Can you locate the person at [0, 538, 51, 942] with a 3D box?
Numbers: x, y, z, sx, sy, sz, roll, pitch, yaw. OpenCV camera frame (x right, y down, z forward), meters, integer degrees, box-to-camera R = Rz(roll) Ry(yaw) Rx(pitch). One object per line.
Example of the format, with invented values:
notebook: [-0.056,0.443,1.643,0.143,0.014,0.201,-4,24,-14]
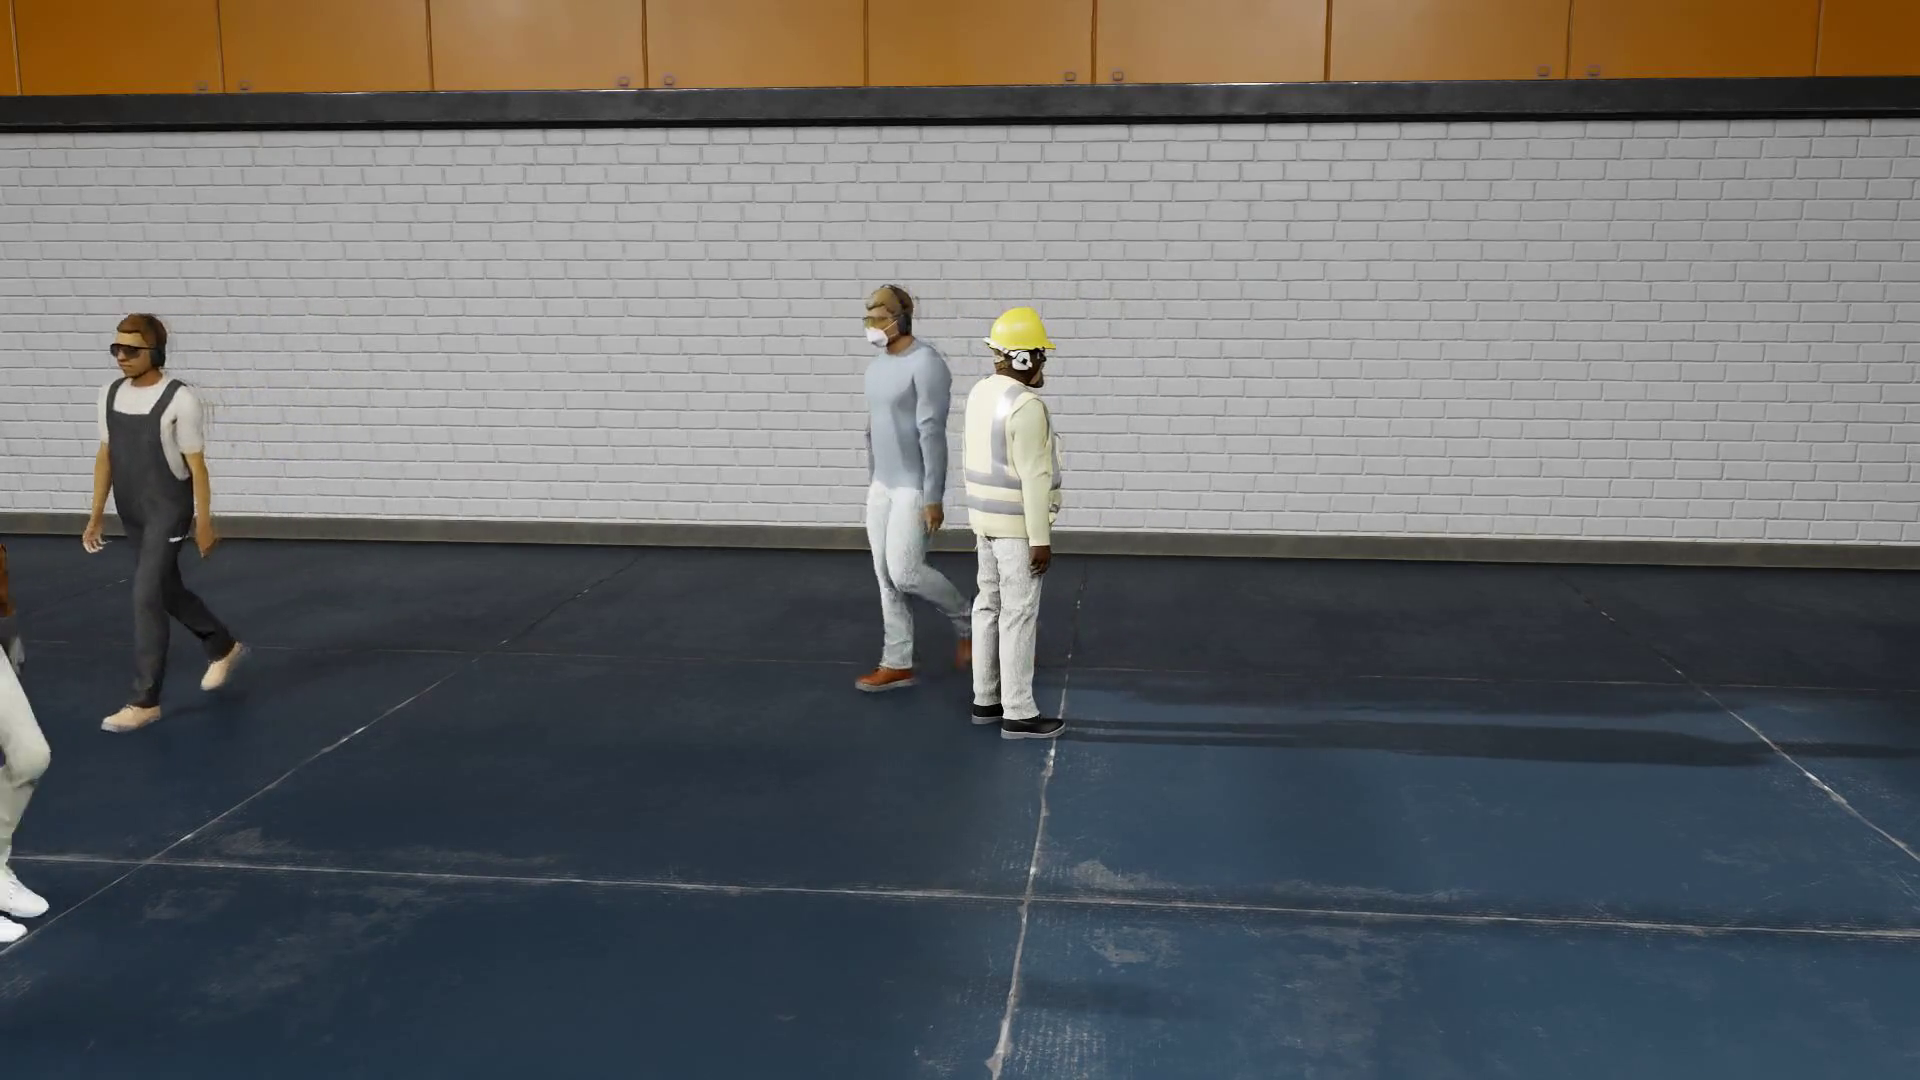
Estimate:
person: [-2.965,0.319,4.894,0.399,1.836,0.551,3,10,16]

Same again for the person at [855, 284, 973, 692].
person: [-0.195,-0.238,7.826,0.593,1.919,0.657,-6,12,-32]

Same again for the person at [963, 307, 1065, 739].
person: [0.236,-0.072,7.122,0.404,1.830,0.600,-5,11,-26]

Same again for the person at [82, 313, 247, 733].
person: [-3.572,-0.119,7.484,0.525,1.812,0.926,4,11,20]
